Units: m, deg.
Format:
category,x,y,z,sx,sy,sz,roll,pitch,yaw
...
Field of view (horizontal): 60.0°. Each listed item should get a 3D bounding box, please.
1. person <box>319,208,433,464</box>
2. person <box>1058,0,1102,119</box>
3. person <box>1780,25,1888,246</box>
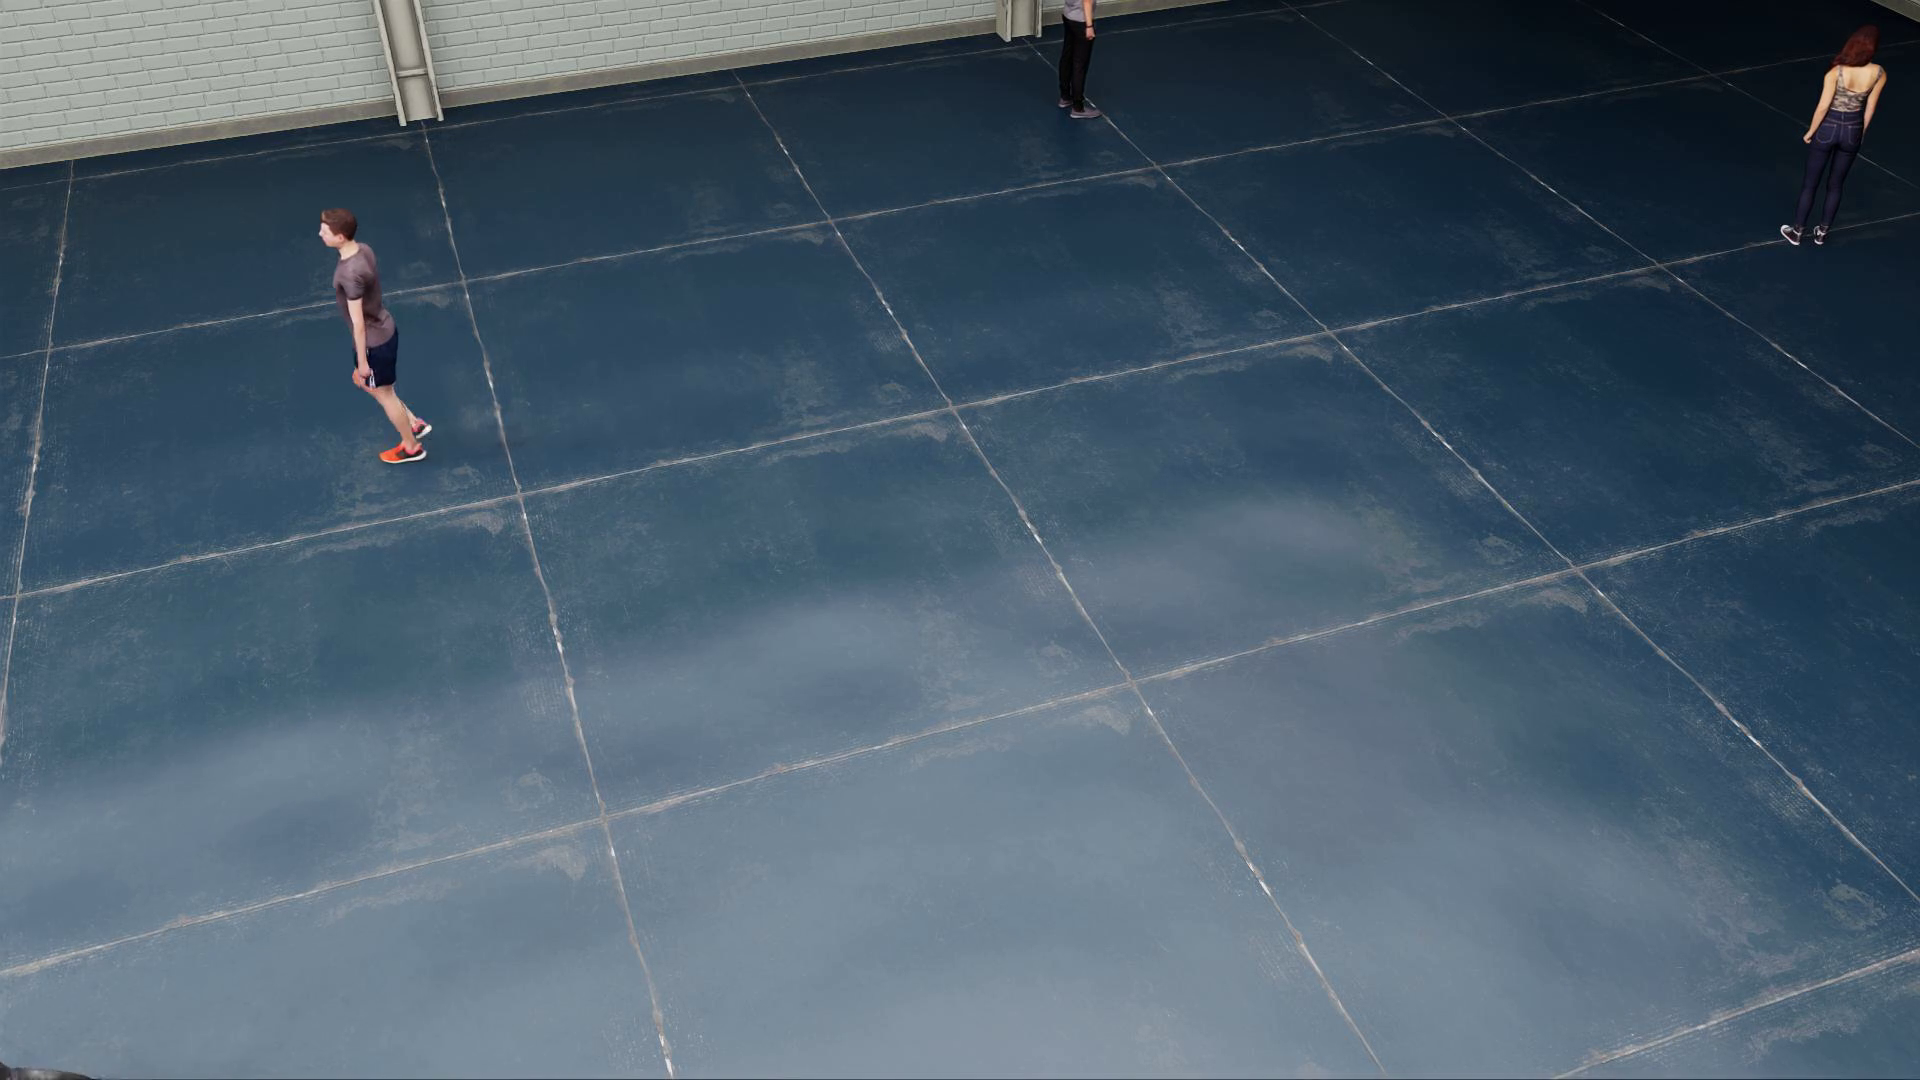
category,x,y,z,sx,sy,sz,roll,pitch,yaw
person,-3.654,-1.287,10.613,0.721,1.841,0.717,-6,38,-8
person,1.076,-4.740,15.097,0.526,1.754,0.608,-12,40,-15
person,6.900,-3.170,13.077,0.628,1.770,0.750,5,38,6
